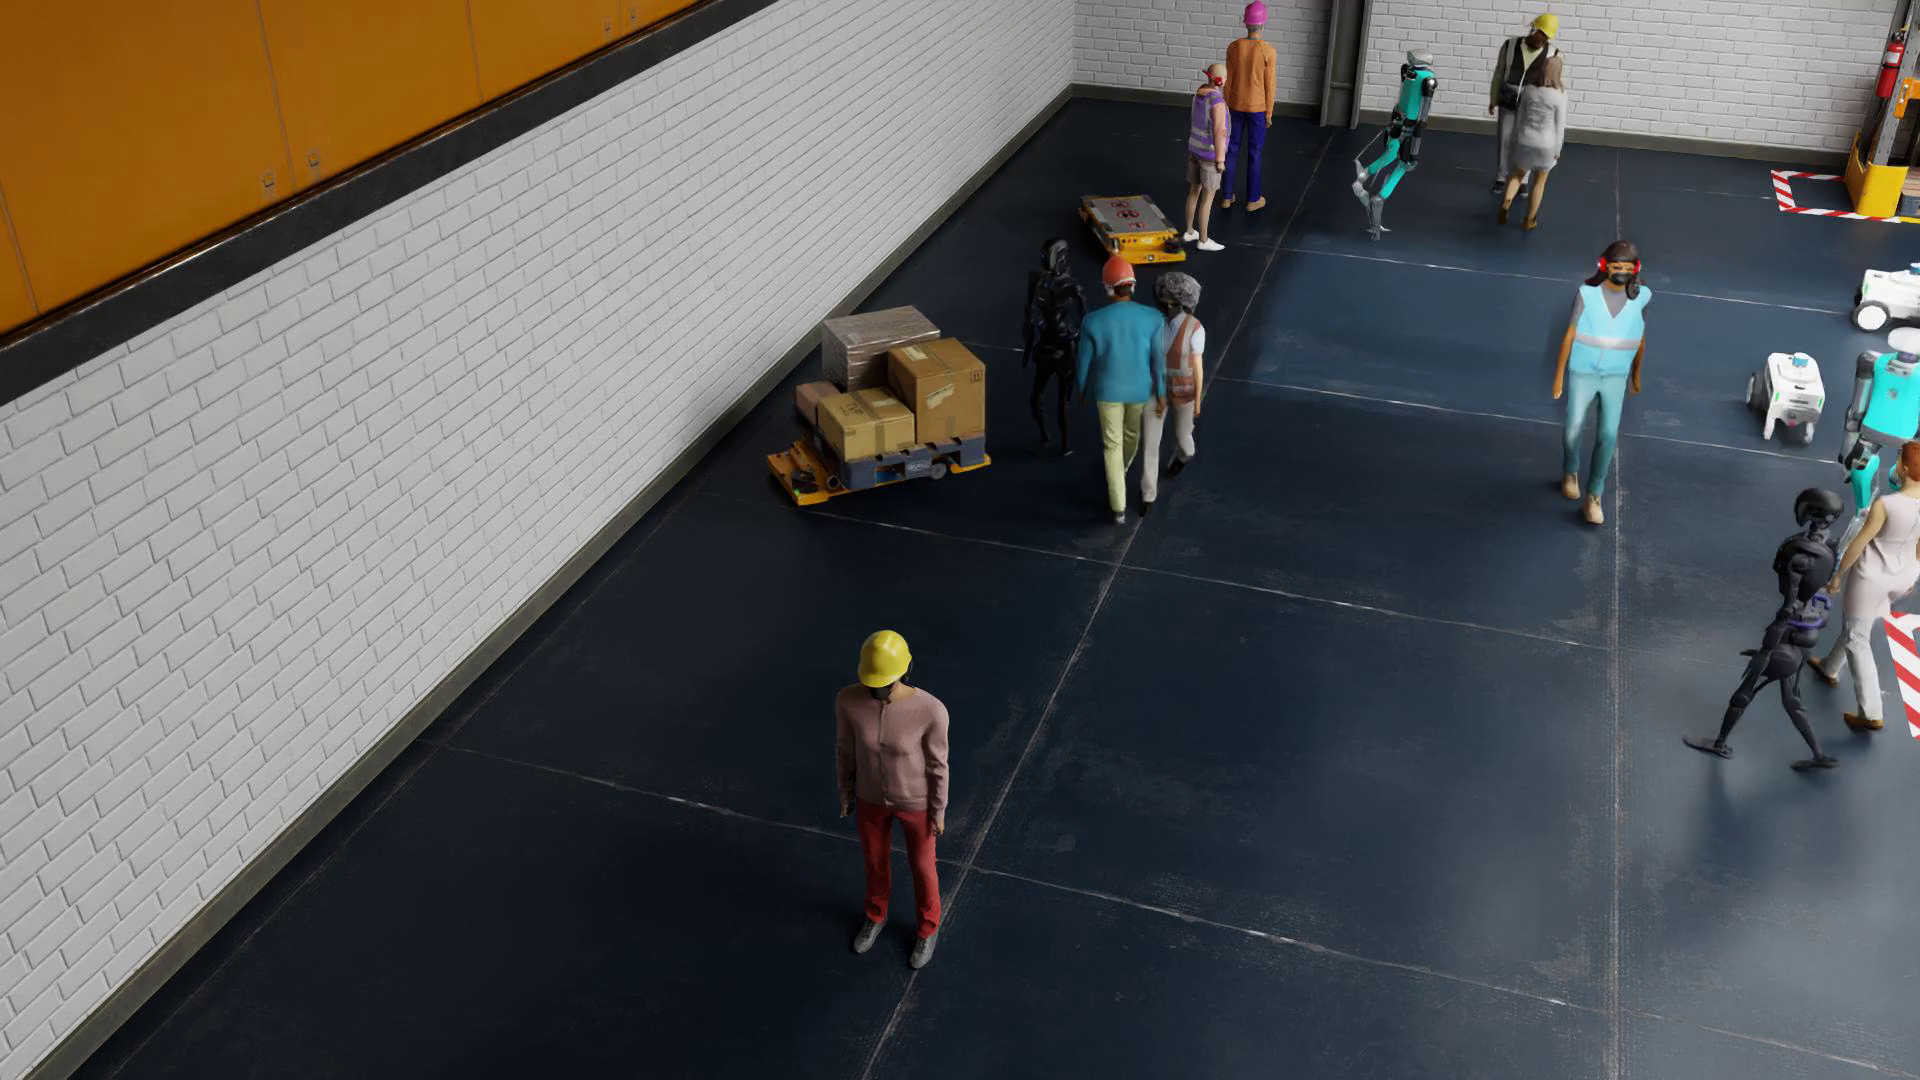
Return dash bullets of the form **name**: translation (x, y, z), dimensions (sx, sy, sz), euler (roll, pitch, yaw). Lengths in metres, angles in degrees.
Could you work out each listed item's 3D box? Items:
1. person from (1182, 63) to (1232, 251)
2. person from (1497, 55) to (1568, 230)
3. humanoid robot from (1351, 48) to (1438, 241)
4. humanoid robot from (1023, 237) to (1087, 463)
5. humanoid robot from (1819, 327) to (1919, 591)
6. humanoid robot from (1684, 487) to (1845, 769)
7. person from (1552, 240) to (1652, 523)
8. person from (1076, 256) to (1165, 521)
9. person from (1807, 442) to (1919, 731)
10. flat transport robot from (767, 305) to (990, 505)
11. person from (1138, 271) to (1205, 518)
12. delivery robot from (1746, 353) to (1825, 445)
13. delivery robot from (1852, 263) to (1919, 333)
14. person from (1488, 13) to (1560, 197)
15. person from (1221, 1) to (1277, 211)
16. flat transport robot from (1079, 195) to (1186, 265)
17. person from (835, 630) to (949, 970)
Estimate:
- **person**: translation (2.255, -3.491, 15.156), dimensions (0.342, 1.693, 0.492), euler (-12, 32, -19)
- **person**: translation (5.359, -3.675, 15.511), dimensions (0.488, 1.650, 0.498), euler (21, 36, 31)
- **humanoid robot**: translation (3.915, -3.538, 15.311), dimensions (0.711, 1.908, 0.552), euler (-7, 31, -12)
- **humanoid robot**: translation (0.678, -1.300, 11.460), dimensions (0.598, 1.649, 0.319), euler (27, 40, 37)
- **humanoid robot**: translation (5.705, -0.503, 10.107), dimensions (0.992, 1.801, 0.549), euler (-22, 37, -33)
- **humanoid robot**: translation (4.256, 0.482, 8.458), dimensions (0.724, 1.638, 0.584), euler (20, 36, 31)
- **person**: translation (4.154, -1.014, 10.795), dimensions (0.570, 1.839, 0.811), euler (7, 31, 12)
- **person**: translation (1.048, -1.049, 10.987), dimensions (0.572, 1.693, 0.884), euler (-3, 31, -6)
- **person**: translation (4.930, 0.222, 8.909), dimensions (0.449, 1.629, 0.782), euler (-6, 31, -10)
- **flat transport robot**: translation (-0.570, -0.593, 11.634), dimensions (1.431, 0.231, 0.659), euler (-13, 33, -21)
- **person**: translation (1.417, -1.024, 10.992), dimensions (0.444, 1.652, 0.751), euler (12, 32, 19)
- **delivery robot**: translation (6.090, -1.093, 12.172), dimensions (0.499, 0.563, 0.738), euler (10, 32, 16)
- **delivery robot**: translation (7.796, -1.982, 13.735), dimensions (0.808, 0.614, 0.499), euler (14, 33, 23)
- **person**: translation (5.545, -4.317, 16.470), dimensions (0.621, 1.799, 0.408), euler (13, 33, 21)
- **person**: translation (2.779, -4.166, 16.020), dimensions (0.506, 1.988, 0.372), euler (14, 33, 22)
- **flat transport robot**: translation (1.597, -2.924, 15.599), dimensions (0.659, 0.231, 1.431), euler (-5, 31, -9)
- **person**: translation (-0.295, 1.129, 7.236), dimensions (0.516, 1.756, 0.335), euler (8, 31, 14)
